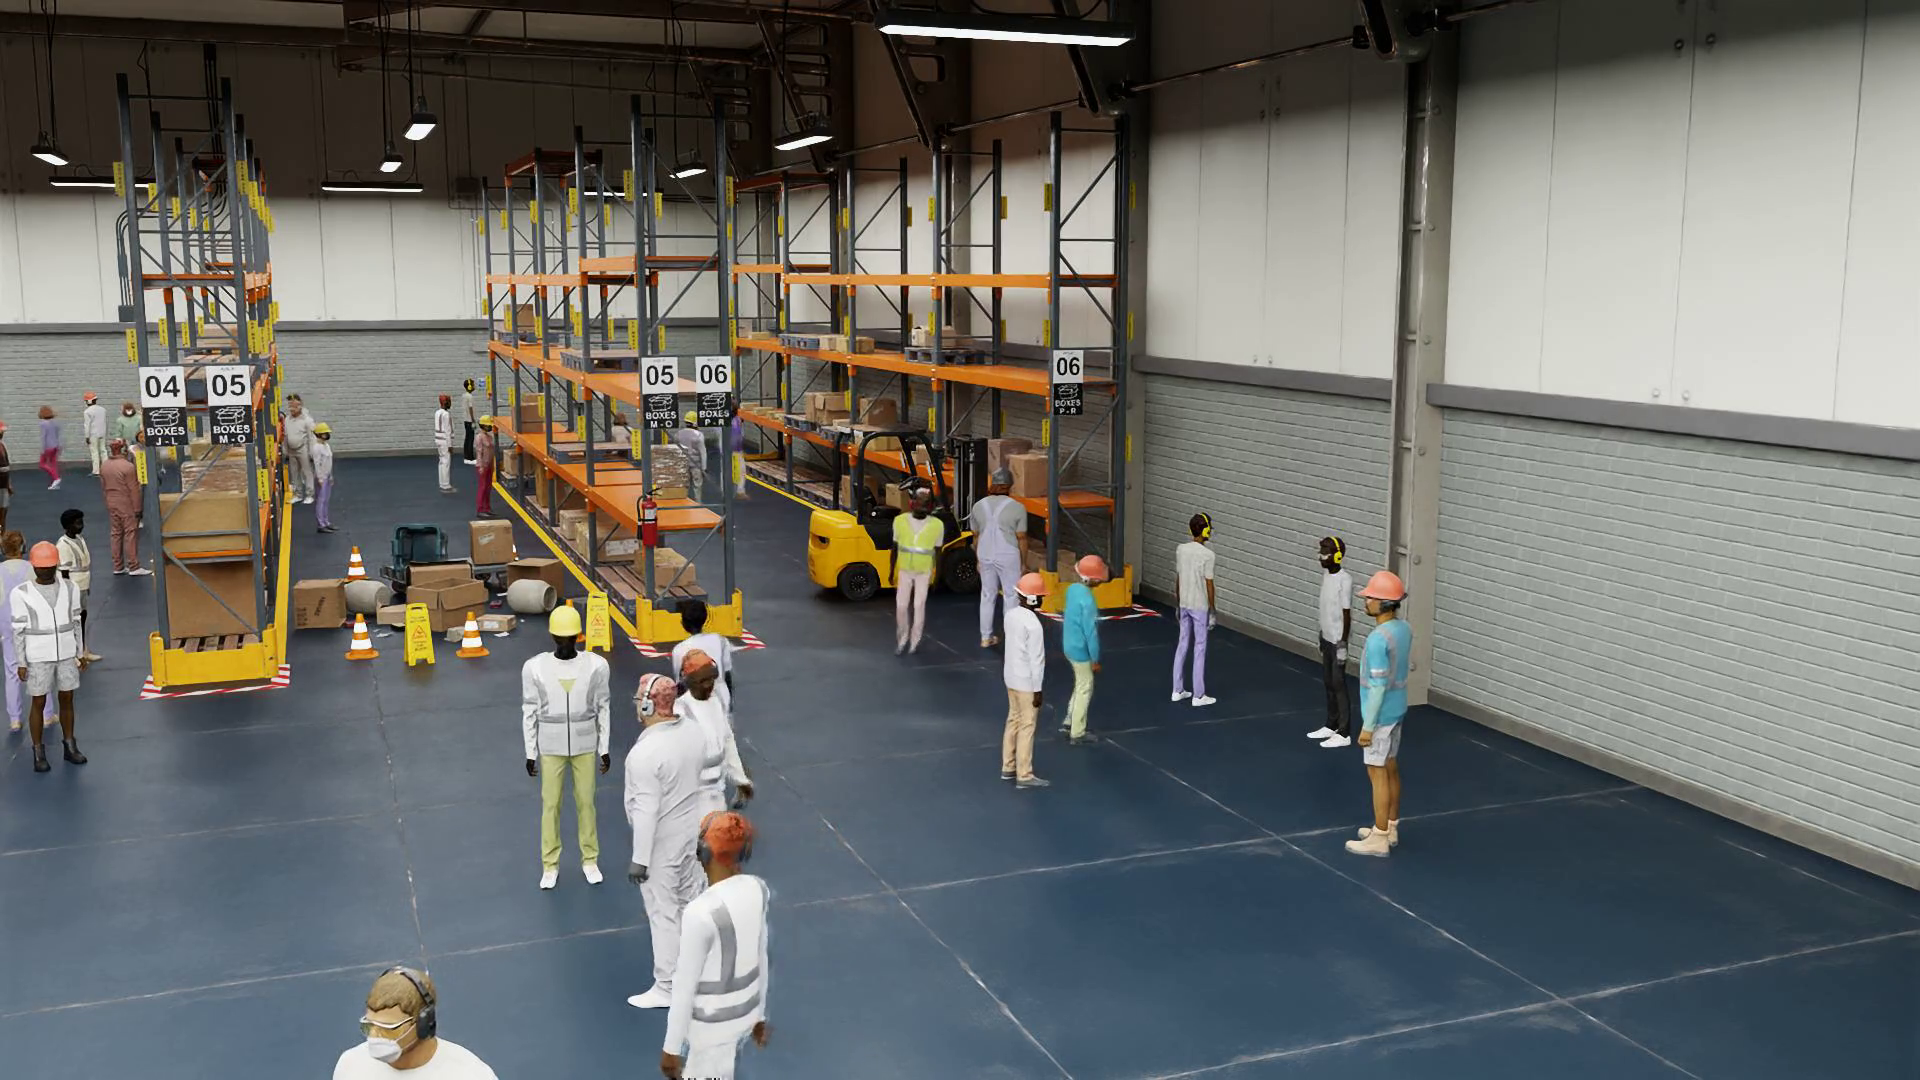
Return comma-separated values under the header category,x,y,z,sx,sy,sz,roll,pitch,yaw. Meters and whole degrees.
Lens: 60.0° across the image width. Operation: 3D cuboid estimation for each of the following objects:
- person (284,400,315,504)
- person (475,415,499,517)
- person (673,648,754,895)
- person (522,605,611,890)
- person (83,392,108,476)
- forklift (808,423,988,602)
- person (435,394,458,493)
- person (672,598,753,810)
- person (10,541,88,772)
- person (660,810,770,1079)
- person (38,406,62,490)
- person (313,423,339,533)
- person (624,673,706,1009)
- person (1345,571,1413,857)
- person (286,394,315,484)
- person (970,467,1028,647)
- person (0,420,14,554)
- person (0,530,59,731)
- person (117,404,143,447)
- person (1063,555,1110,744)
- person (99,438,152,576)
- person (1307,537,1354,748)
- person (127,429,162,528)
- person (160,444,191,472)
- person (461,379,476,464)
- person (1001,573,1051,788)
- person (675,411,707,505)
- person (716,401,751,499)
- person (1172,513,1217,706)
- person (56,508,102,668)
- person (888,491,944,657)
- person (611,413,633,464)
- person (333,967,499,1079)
category,x,y,z,sx,sy,sz,roll,pitch,yaw
person,-11.973,-1.590,30.147,0.674,1.893,0.419,4,10,23
person,-8.111,-1.266,28.510,0.340,1.757,0.517,2,9,10
person,-1.586,1.563,10.382,0.476,1.851,0.617,2,9,15
person,-2.651,1.389,11.254,0.587,1.930,0.359,-3,9,-17
person,-17.864,-2.183,34.327,0.349,1.743,0.563,2,9,13
forklift,-0.830,-0.399,21.676,2.313,2.155,1.214,-4,10,-21
person,-9.810,-1.833,31.702,0.359,1.880,0.575,-6,11,-33
person,-1.891,1.284,12.713,0.552,1.666,0.642,-9,12,-43
person,-7.600,0.962,13.925,0.368,1.933,0.552,8,12,41
person,-1.003,2.078,7.169,0.876,1.853,0.595,3,9,18
person,-17.560,-1.762,32.041,0.351,1.625,0.518,1,9,4
person,-10.244,-1.003,26.811,0.306,1.772,0.527,0,9,-2
person,-1.695,1.692,9.418,0.402,1.911,0.638,3,10,20
person,2.996,1.231,11.874,0.359,2.047,0.615,6,11,31
person,-12.918,-1.976,32.779,0.853,1.820,0.558,4,10,26
person,0.475,0.190,18.448,0.684,2.000,0.535,5,10,29
person,-14.302,-0.812,24.749,0.370,2.044,0.608,-1,9,-4
person,-8.527,0.820,15.120,0.505,1.841,0.346,-3,10,-21
person,-16.603,-1.951,33.369,0.507,1.580,0.883,-6,11,-33
person,1.108,0.958,14.652,0.385,1.718,0.630,-2,9,-13
person,-11.502,-0.455,22.920,0.641,1.913,0.407,4,10,24
person,3.282,0.889,14.633,0.326,1.861,0.511,-2,9,-10
person,-13.359,-1.004,27.263,0.518,1.631,0.316,-5,10,-30
person,-16.478,-2.333,34.839,0.939,1.884,0.573,3,9,17
person,-10.749,-2.594,36.505,0.327,1.874,0.519,-6,11,-35
person,0.555,1.128,13.493,0.357,1.742,0.561,-4,10,-22
person,-4.553,-1.276,28.329,0.600,1.832,0.404,4,10,24
person,-4.165,-1.637,30.640,0.604,1.815,0.665,7,11,35
person,2.273,0.664,16.055,0.330,1.861,0.504,-7,12,-39
person,-9.361,0.505,17.581,0.320,1.687,0.537,-1,9,-7
person,-0.488,0.374,18.013,0.623,1.809,0.619,1,9,5
person,-6.325,-1.567,30.884,0.513,1.592,0.820,-3,10,-20
person,-1.766,2.310,5.427,0.636,1.938,0.358,3,9,16
